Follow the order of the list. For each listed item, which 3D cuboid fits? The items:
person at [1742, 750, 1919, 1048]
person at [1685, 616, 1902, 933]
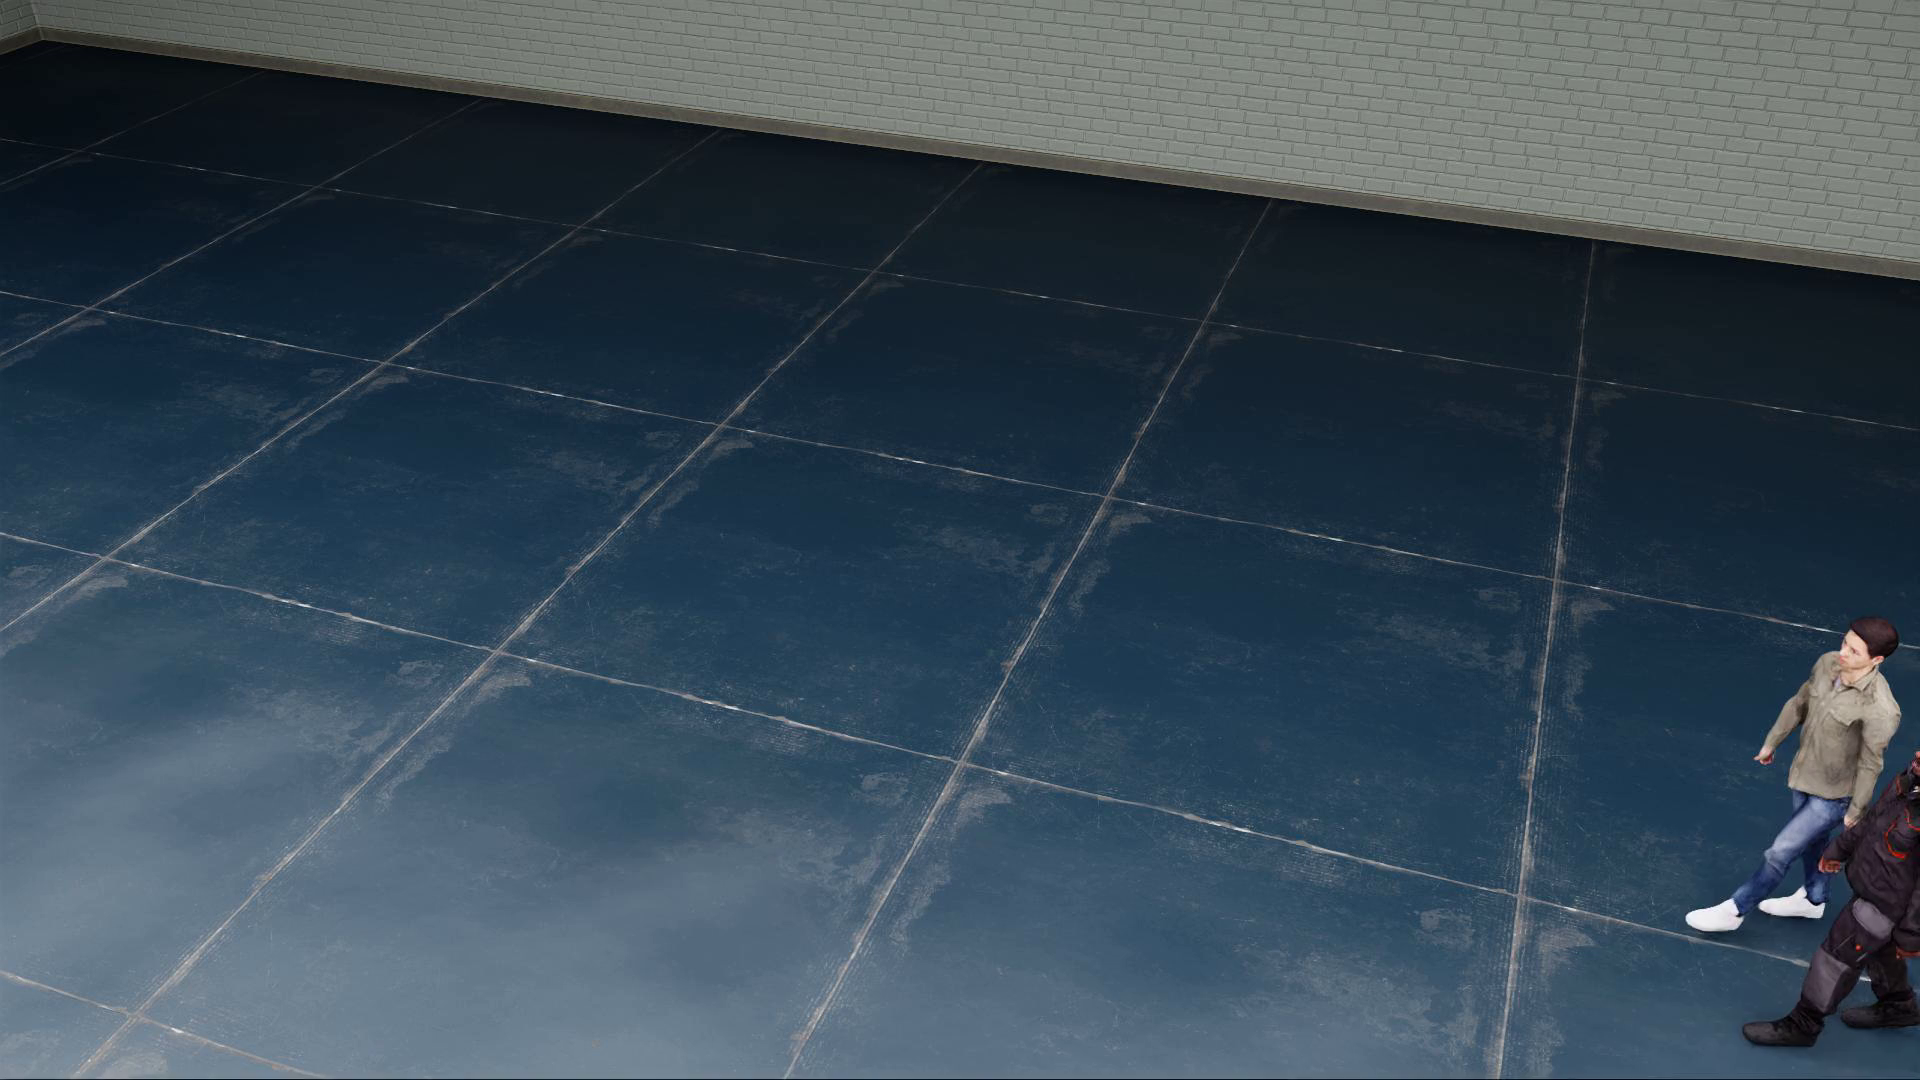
[{"bbox_3d":[4.092,1.503,7.160,0.836,1.811,0.982,7,34,10],"label":"person"},{"bbox_3d":[4.113,1.123,7.721,1.018,1.837,1.056,0,33,-1],"label":"person"}]
